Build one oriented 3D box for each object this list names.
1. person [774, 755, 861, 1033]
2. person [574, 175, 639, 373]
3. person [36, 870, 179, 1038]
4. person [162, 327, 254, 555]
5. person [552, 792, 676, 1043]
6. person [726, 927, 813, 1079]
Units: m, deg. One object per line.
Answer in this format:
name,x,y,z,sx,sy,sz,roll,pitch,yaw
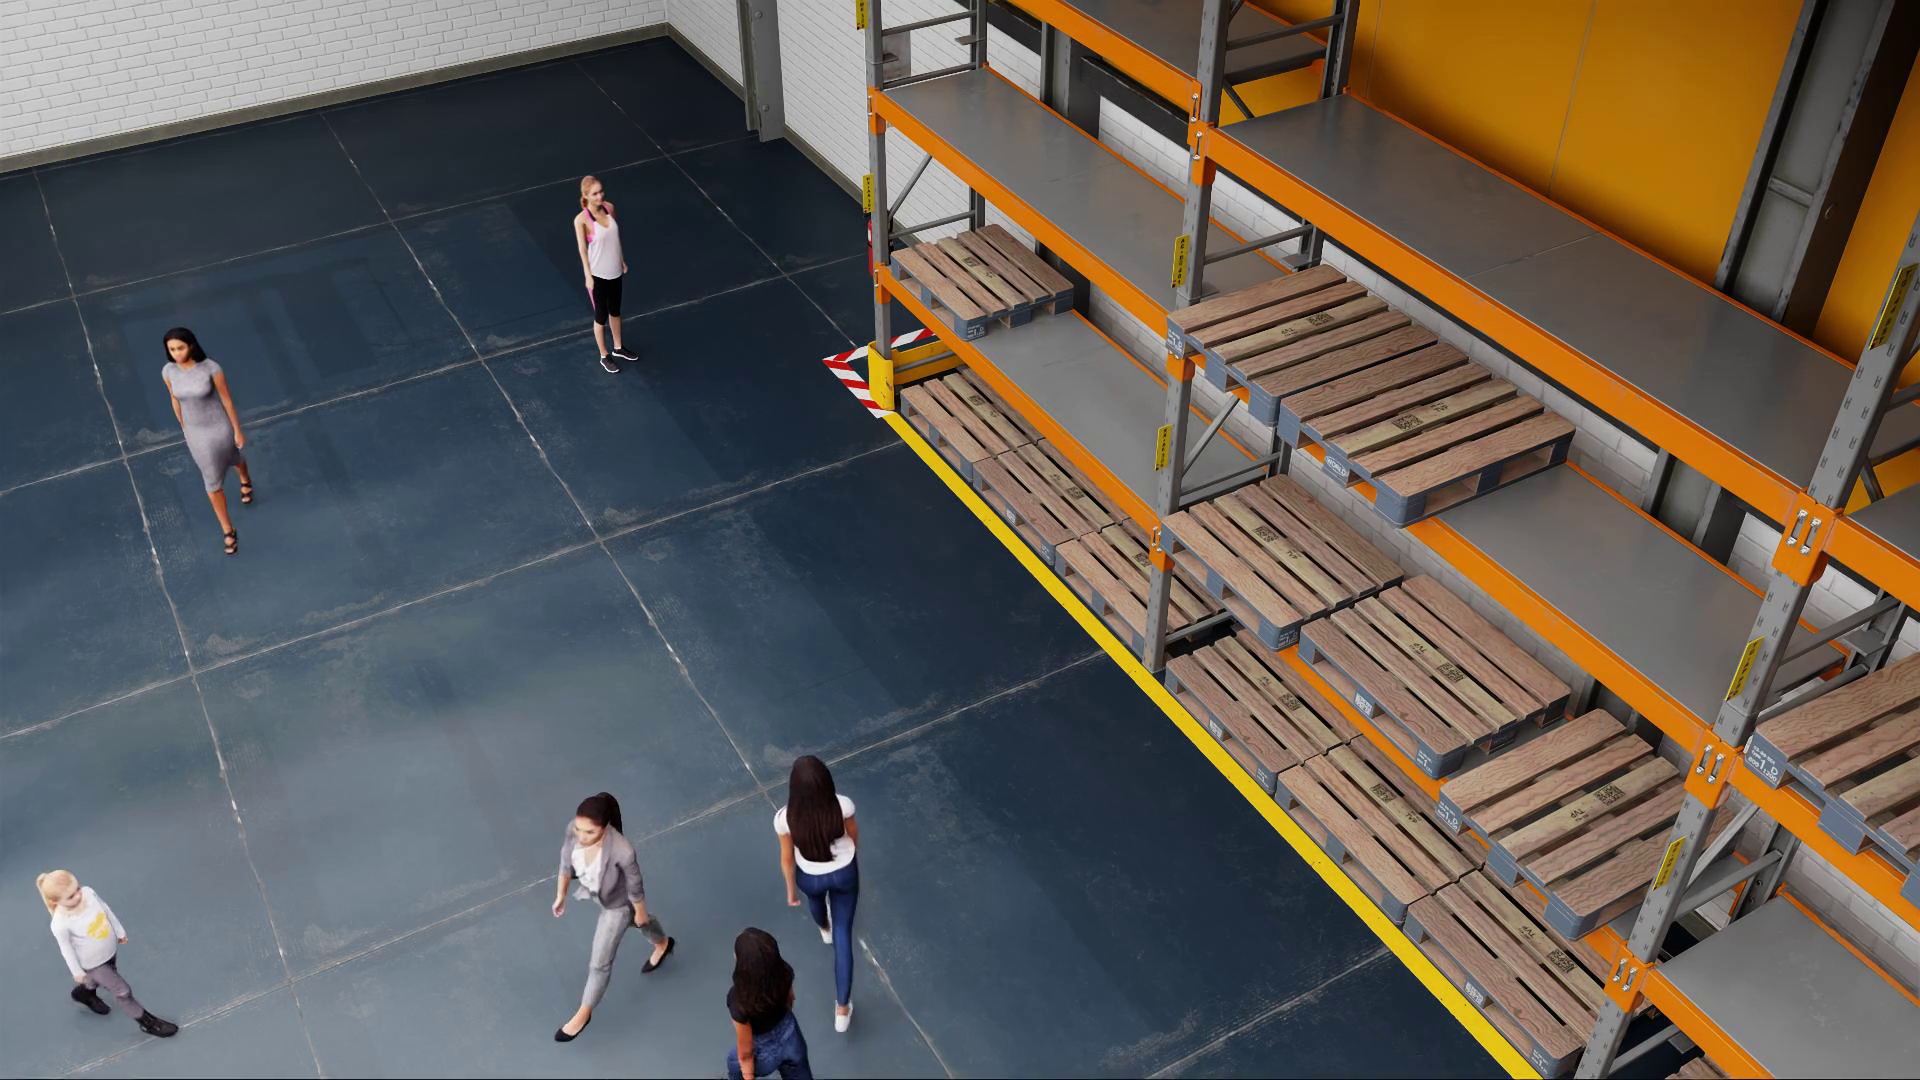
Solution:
person,-0.712,1.921,9.039,0.924,1.729,1.234,-4,39,-5
person,-3.066,-2.301,14.278,0.661,1.788,0.677,24,45,27
person,-4.742,2.228,9.027,0.895,1.264,0.873,6,39,8
person,-5.593,-0.844,12.497,0.824,1.733,1.157,-7,39,-9
person,-1.832,1.930,9.116,1.138,1.619,0.916,30,48,32
person,-0.862,2.599,8.222,1.250,1.689,0.809,32,48,33
